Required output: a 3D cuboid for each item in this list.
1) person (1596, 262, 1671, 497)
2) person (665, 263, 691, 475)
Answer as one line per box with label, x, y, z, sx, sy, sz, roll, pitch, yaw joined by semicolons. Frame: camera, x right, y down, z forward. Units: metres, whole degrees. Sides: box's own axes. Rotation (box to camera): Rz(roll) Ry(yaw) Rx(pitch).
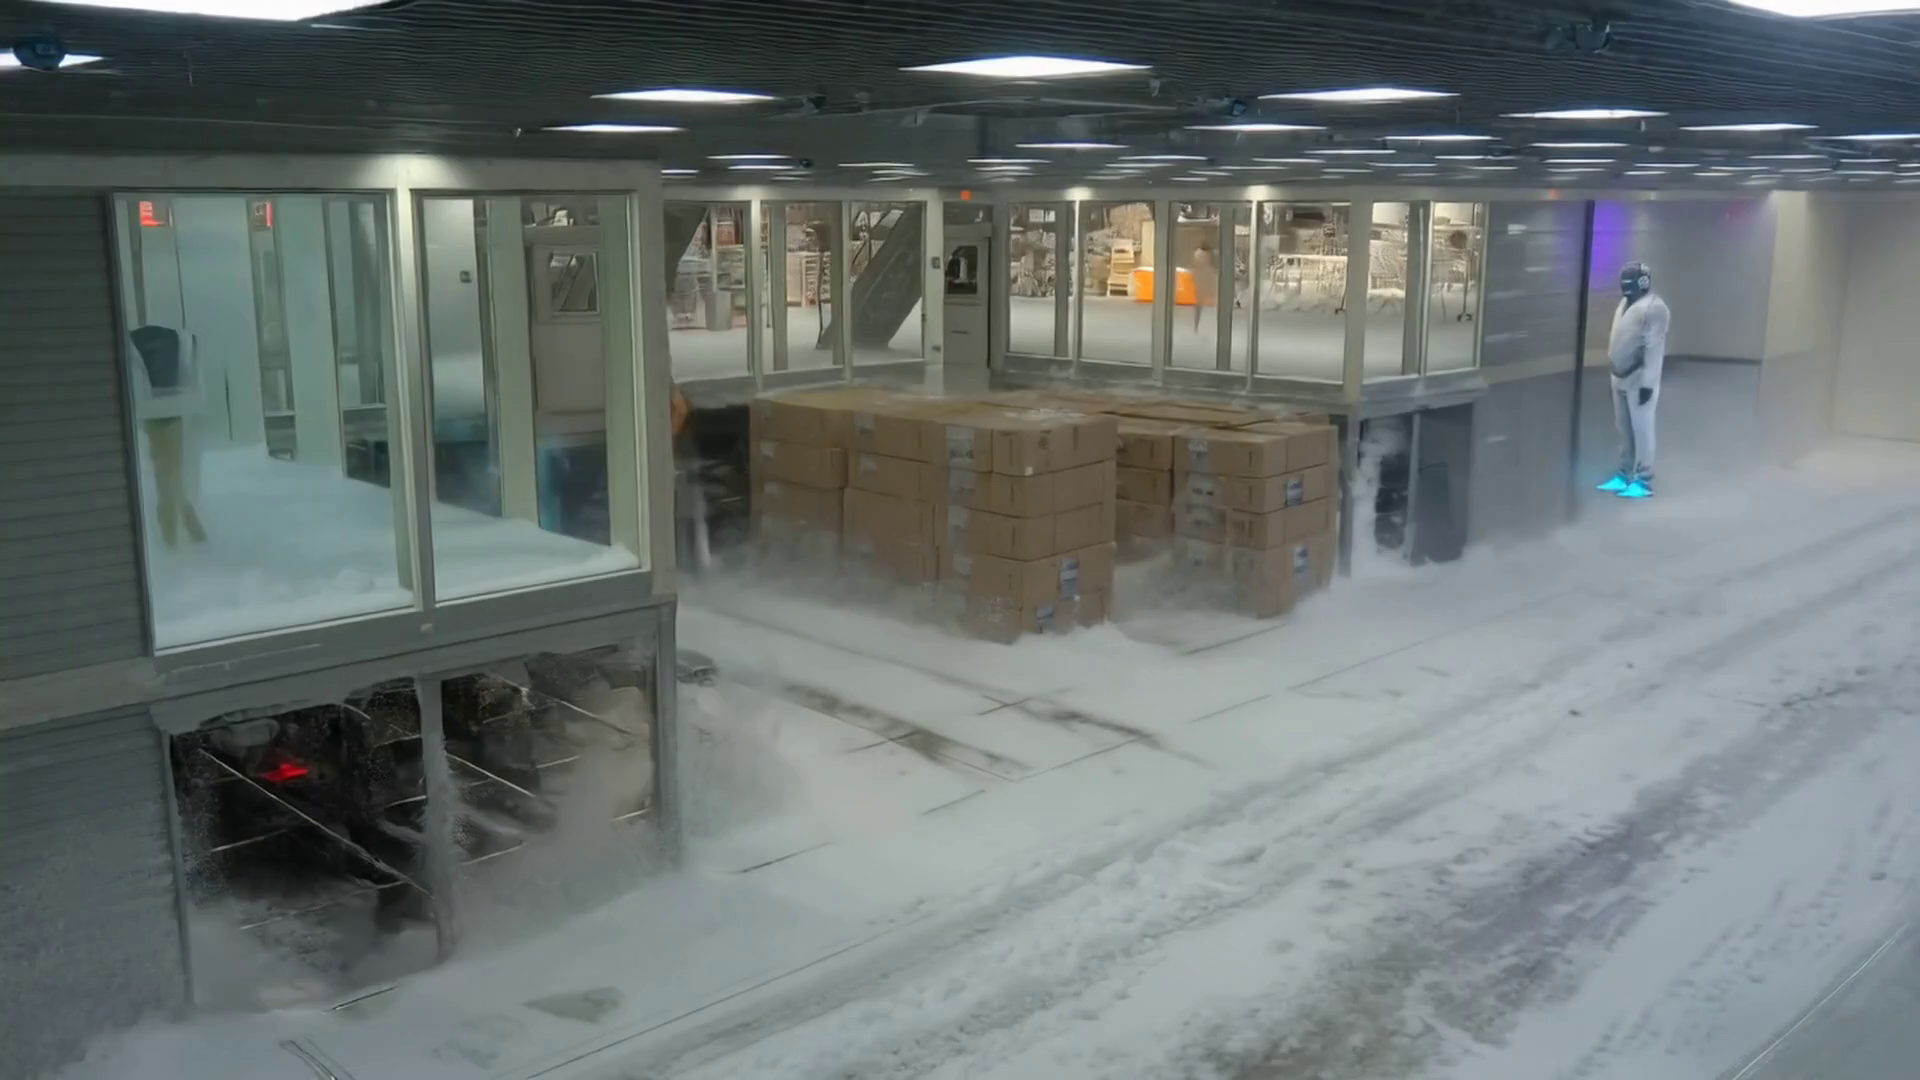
person;5.444;-1.295;13.495;0.398;1.900;0.634;-2;11;-9
person;-2.543;-1.469;14.473;0.571;1.848;0.550;-2;11;-10
